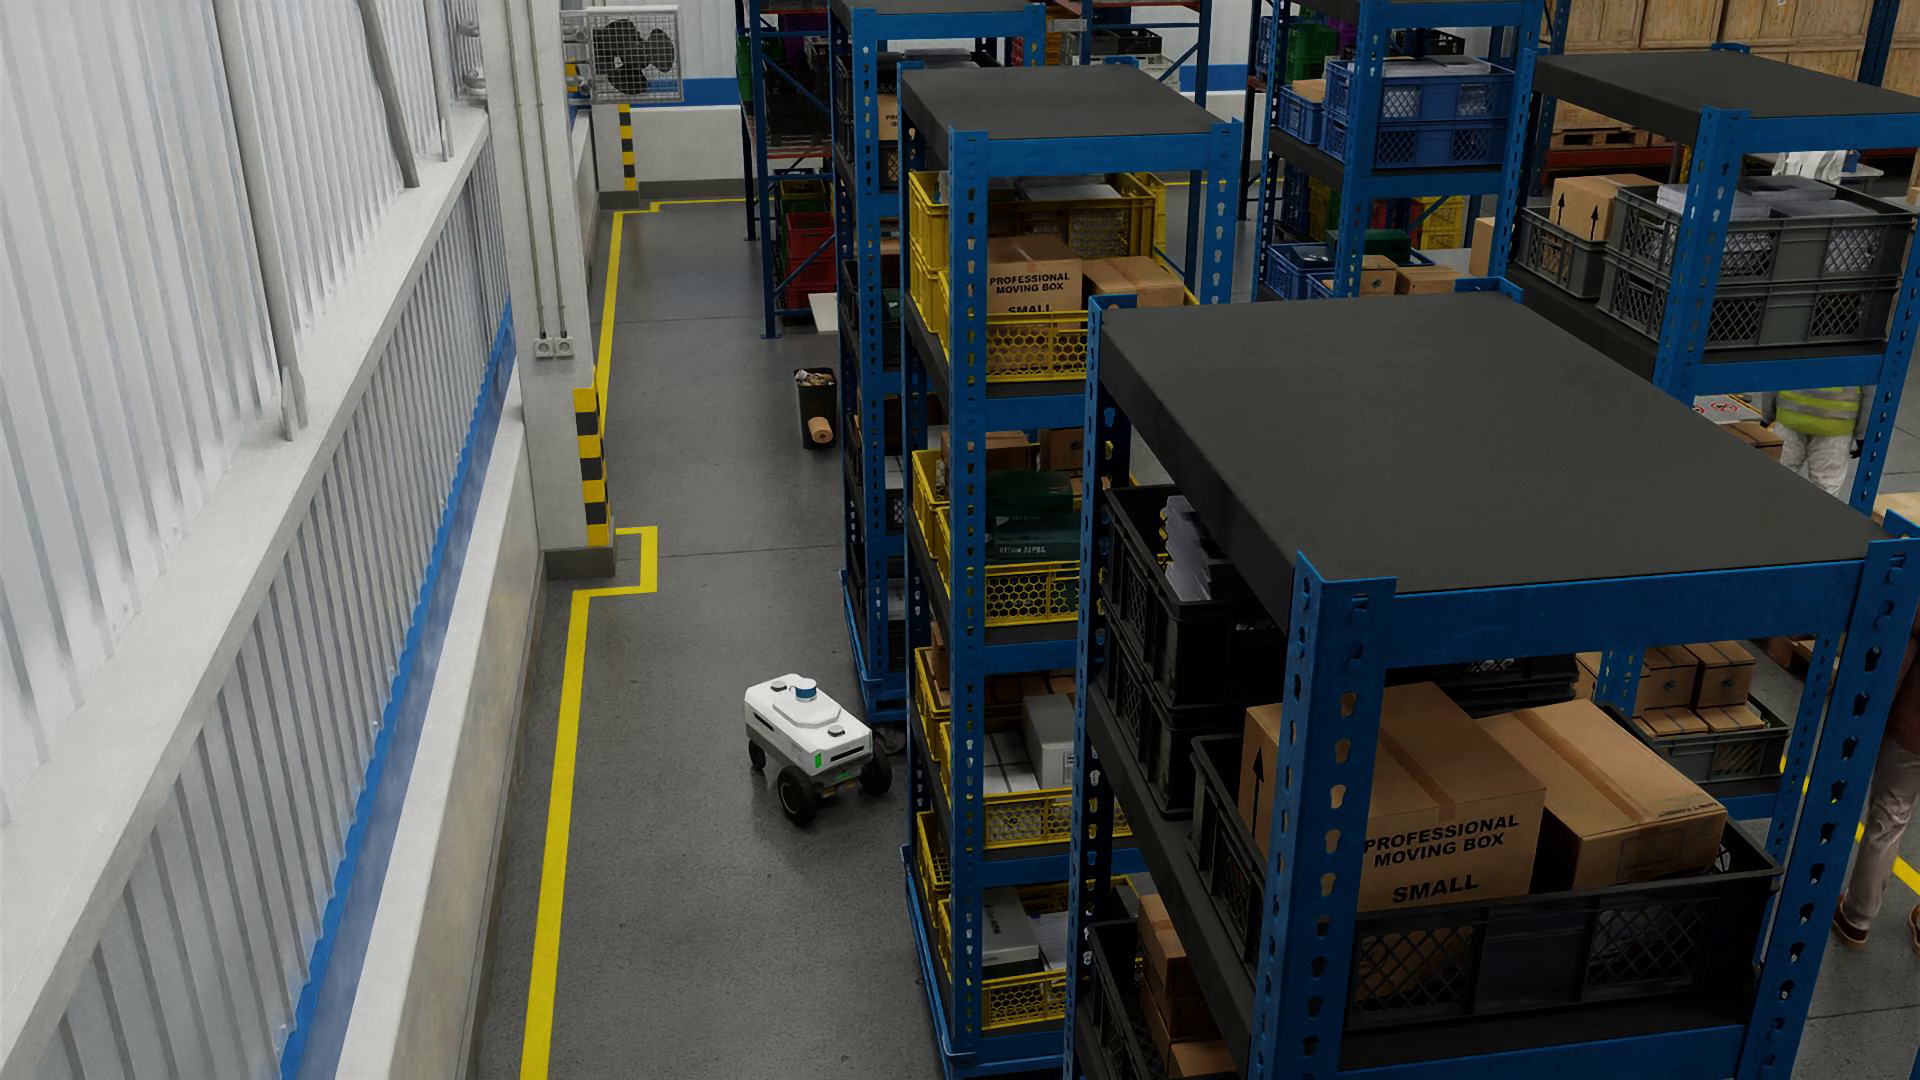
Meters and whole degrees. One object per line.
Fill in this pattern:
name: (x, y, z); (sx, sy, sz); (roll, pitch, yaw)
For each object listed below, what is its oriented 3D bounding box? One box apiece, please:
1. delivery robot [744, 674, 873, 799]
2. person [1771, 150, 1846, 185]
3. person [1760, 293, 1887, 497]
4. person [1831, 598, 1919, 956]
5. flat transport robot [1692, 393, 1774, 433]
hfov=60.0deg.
delivery robot: (-0.724, 0.889, 7.888); (0.477, 0.478, 0.707); (-17, 30, -33)
person: (7.398, -2.919, 14.698); (0.355, 1.882, 0.576); (-22, 33, -39)
person: (5.098, -0.695, 9.913); (0.627, 1.840, 0.429); (18, 30, 34)
person: (3.872, 0.759, 6.565); (0.622, 1.996, 0.368); (6, 25, 13)
flat transport robot: (5.224, -0.859, 12.132); (1.431, 0.197, 0.652); (-4, 25, -8)
